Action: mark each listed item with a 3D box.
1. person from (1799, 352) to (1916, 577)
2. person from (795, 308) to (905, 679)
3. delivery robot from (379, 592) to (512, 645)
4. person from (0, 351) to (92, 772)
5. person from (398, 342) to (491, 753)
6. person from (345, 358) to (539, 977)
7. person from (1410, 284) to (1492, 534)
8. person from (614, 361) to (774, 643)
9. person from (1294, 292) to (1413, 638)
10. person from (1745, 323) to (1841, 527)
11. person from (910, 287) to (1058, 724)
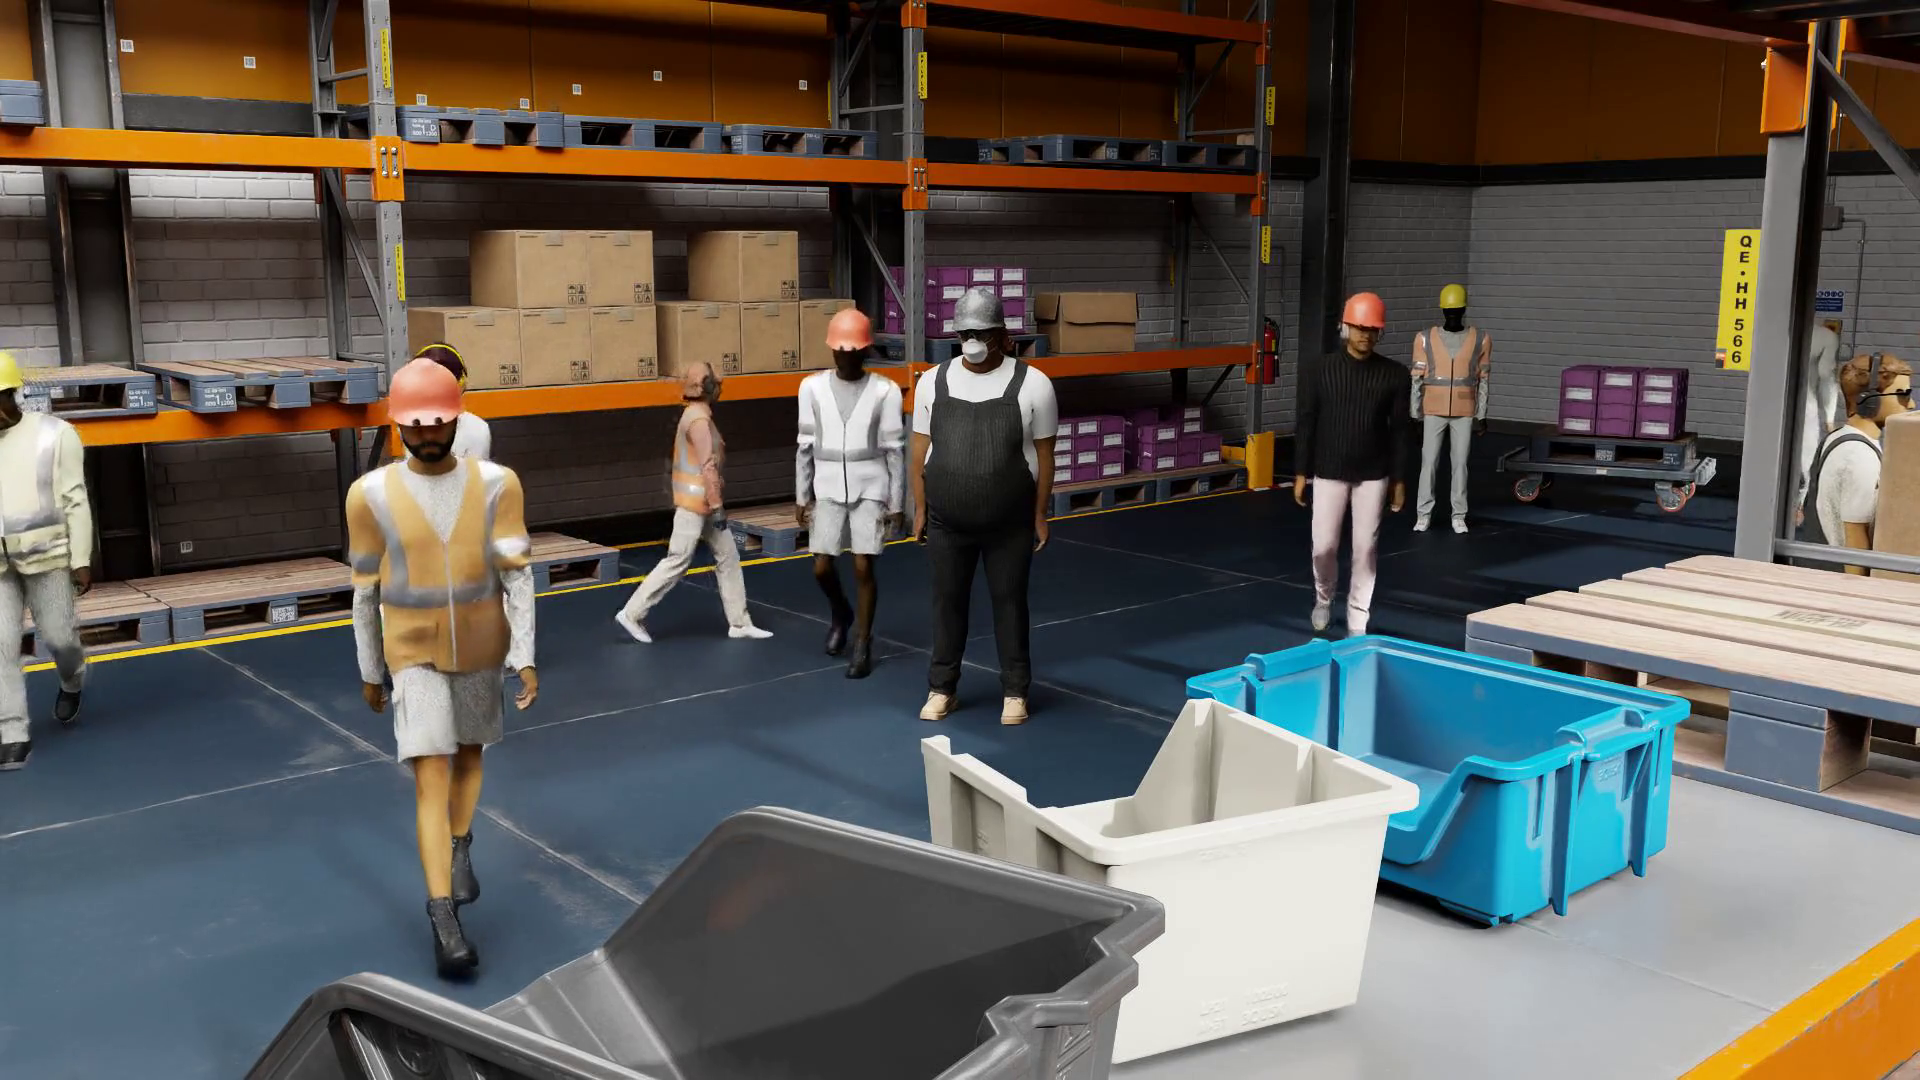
[{"bbox_3d":[3.270,0.233,6.130,0.329,1.844,0.515,3,11,17],"label":"person"},{"bbox_3d":[-0.567,-0.243,8.598,0.579,1.915,0.554,1,10,6],"label":"person"},{"bbox_3d":[-2.641,0.401,8.543,0.707,0.478,0.477,-5,11,-24],"label":"delivery robot"},{"bbox_3d":[-4.092,0.050,7.281,0.601,1.807,0.711,-3,10,-15],"label":"person"},{"bbox_3d":[-2.182,0.063,7.125,0.555,1.830,0.464,5,11,25],"label":"person"},{"bbox_3d":[-1.649,0.359,5.341,0.545,1.888,0.976,-5,11,-26],"label":"person"},{"bbox_3d":[3.775,-1.005,12.833,0.595,1.925,0.371,2,10,13],"label":"person"},{"bbox_3d":[-1.521,-0.198,9.271,0.847,1.599,0.498,-1,10,-5],"label":"person"},{"bbox_3d":[2.162,-0.374,9.162,0.635,1.974,0.480,1,10,7],"label":"person"},{"bbox_3d":[6.290,-0.962,12.617,0.637,1.918,0.553,6,12,29],"label":"person"},{"bbox_3d":[0.090,-0.148,7.720,0.689,2.000,0.539,2,10,11],"label":"person"}]
